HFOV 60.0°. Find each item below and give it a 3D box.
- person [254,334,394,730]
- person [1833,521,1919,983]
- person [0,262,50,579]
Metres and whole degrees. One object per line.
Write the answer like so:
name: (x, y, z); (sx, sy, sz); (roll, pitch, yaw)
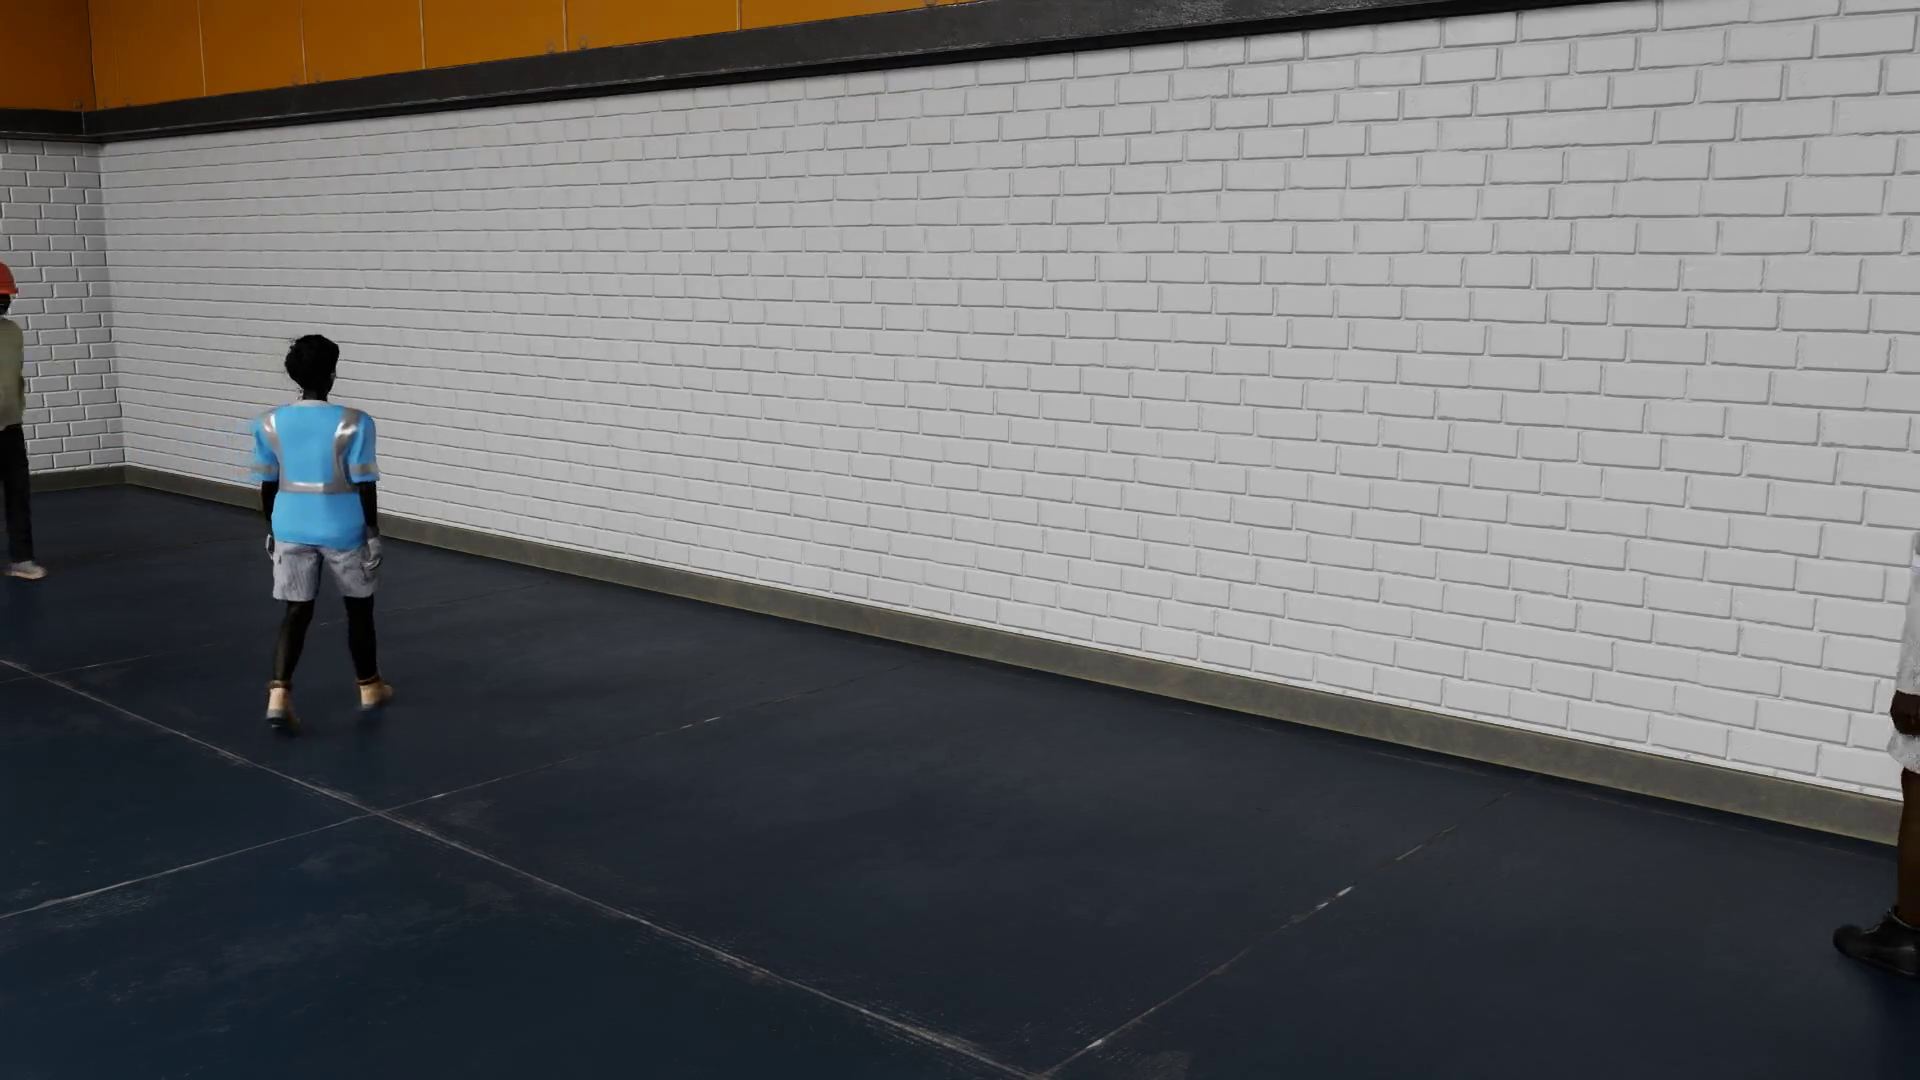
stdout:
person: (-2.705, -0.035, 7.039); (0.540, 1.674, 0.763); (0, 10, 2)
person: (2.741, 0.303, 4.398); (0.586, 1.920, 0.669); (-2, 10, -12)
person: (-5.959, -0.717, 10.099); (0.737, 1.959, 0.636); (3, 10, 16)
